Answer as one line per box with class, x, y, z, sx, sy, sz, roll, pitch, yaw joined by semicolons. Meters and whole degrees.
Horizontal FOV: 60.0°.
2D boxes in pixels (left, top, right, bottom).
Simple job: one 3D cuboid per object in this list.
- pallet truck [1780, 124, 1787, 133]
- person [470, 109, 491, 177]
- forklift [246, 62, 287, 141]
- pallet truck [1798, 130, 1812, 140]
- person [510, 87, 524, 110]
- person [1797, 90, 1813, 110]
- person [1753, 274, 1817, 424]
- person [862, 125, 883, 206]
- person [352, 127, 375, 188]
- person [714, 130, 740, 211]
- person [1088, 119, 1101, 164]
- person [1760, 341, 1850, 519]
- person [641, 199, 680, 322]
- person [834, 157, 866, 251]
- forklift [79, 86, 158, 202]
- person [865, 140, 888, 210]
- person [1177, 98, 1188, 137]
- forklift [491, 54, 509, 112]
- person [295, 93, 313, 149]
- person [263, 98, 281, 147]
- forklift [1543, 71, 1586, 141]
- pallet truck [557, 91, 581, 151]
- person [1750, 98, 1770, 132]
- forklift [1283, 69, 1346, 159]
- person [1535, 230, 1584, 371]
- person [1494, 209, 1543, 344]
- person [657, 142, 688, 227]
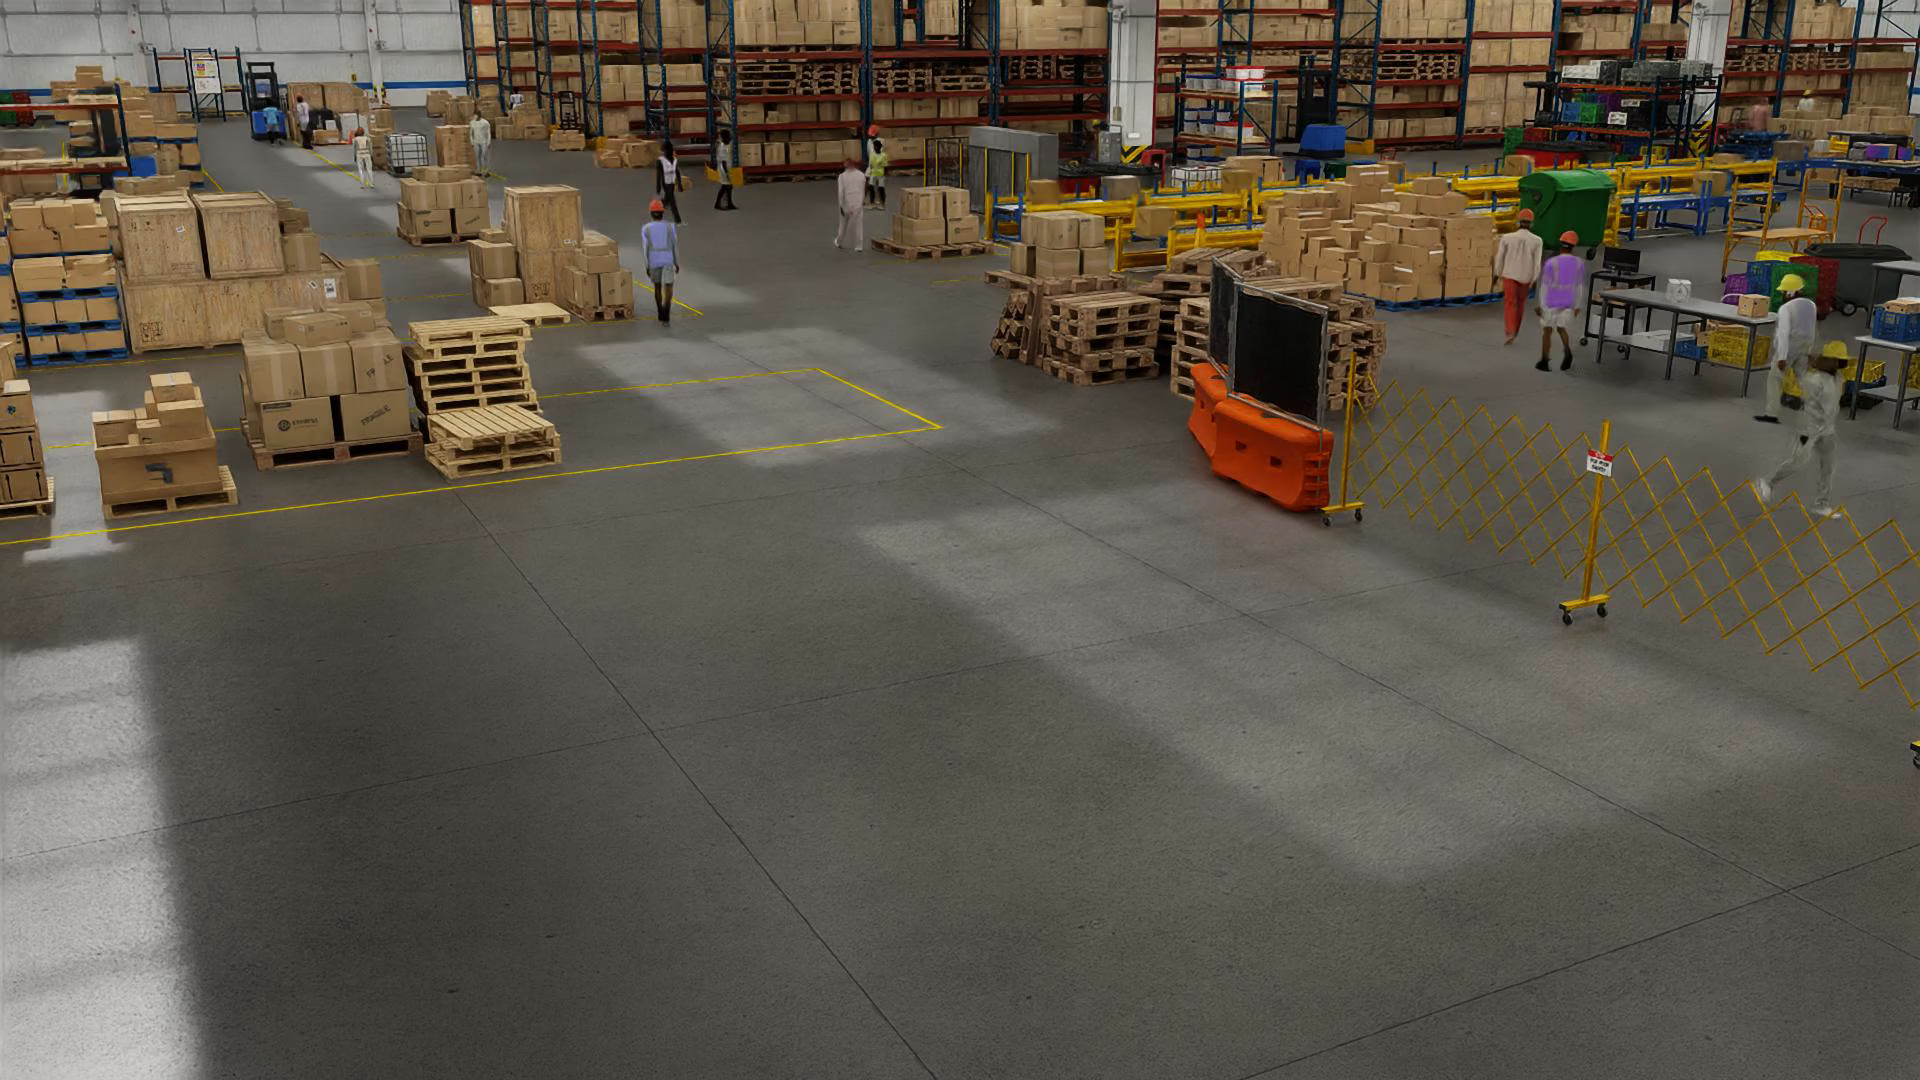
pallet truck;25.206;-12.542;52.601;1.601;1.201;0.680;0;18;-2
person;-13.874;-11.483;48.156;0.631;1.936;0.362;5;18;15
forklift;-25.608;-16.177;61.268;1.129;2.768;1.873;-9;20;-26
pallet truck;25.526;-11.556;49.408;1.630;1.274;0.653;-9;20;-26
person;-17.688;-17.238;66.481;0.534;1.697;0.322;-8;19;-24
person;32.131;-16.234;63.327;0.923;1.718;0.527;-9;20;-26
person;9.825;-2.196;19.454;0.622;1.794;0.713;-8;19;-23
person;-2.189;-9.240;41.092;0.947;1.977;0.670;-13;22;-36
person;-16.231;-10.403;45.263;0.512;1.642;0.312;-7;19;-20
person;-5.685;-8.929;40.208;0.462;1.940;0.680;2;18;6
person;3.895;-11.066;47.196;0.898;1.726;0.523;-4;18;-14
person;8.285;-1.114;16.180;0.496;1.719;0.788;-9;20;-25
person;-4.659;-4.335;25.904;0.562;1.917;0.679;-2;18;-7
person;-2.230;-6.815;33.728;0.653;1.855;0.964;-8;19;-24
forklift;-21.513;-10.055;42.183;1.873;2.768;1.129;-9;20;-26
person;-2.035;-8.795;40.179;0.552;1.671;0.683;11;21;30
person;8.282;-15.761;61.980;0.504;1.631;0.279;-9;20;-27
forklift;-19.651;-19.550;71.784;1.873;2.768;1.129;-9;20;-26
person;-22.830;-14.503;57.620;0.682;1.898;0.568;3;18;8
person;-24.195;-14.669;58.476;0.449;1.685;0.548;16;24;41
forklift;18.685;-13.231;52.085;1.873;2.768;1.129;-9;20;-26
pallet truck;-13.495;-14.412;57.188;0.823;1.965;1.885;-3;18;-9
person;26.791;-13.817;55.575;1.010;1.847;0.666;-5;18;-14
forklift;11.615;-13.871;54.079;1.129;2.768;1.873;-9;20;-27
person;8.065;-3.179;22.315;0.571;1.908;0.584;-2;18;-7
person;8.179;-3.866;24.387;0.611;1.959;0.994;4;18;11
person;-6.551;-8.001;37.416;0.992;1.874;0.608;10;20;29
